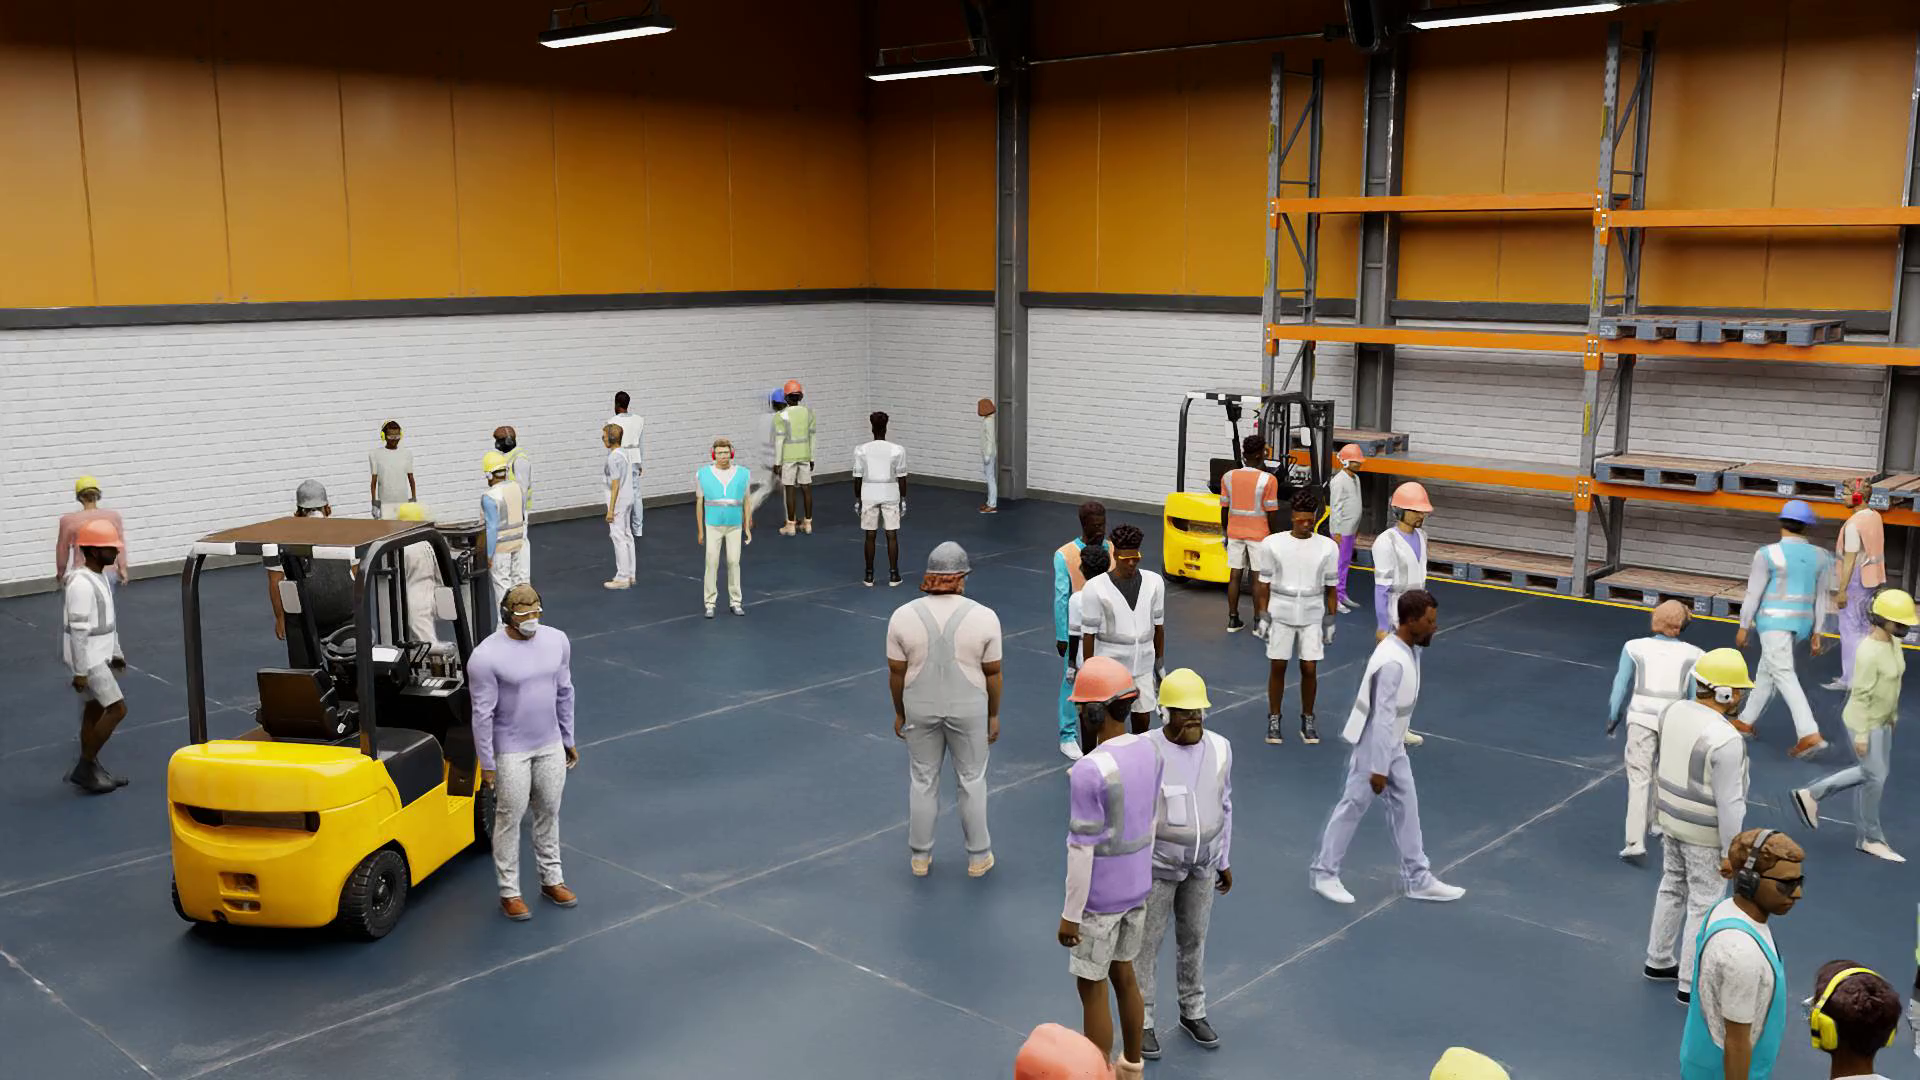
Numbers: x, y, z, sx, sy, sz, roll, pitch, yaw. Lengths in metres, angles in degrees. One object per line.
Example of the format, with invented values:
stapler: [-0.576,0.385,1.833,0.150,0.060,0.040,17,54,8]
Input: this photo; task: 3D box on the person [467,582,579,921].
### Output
person: [-2.451,1.177,9.382,0.376,1.930,0.632,9,14,43]

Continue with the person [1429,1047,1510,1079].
person: [1.395,2.162,4.317,0.529,1.730,0.859,-7,12,-35]

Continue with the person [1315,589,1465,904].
person: [2.461,1.191,9.527,0.844,1.857,0.621,5,11,26]

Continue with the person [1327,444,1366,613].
person: [4.034,-0.133,17.318,0.342,1.751,0.563,7,12,33]

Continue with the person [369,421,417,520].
person: [-6.334,-0.412,18.617,0.509,1.860,0.334,-6,12,-32]

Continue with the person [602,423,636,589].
person: [-3.791,-0.376,18.446,0.329,1.842,0.517,2,10,9]

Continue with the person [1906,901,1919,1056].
person: [3.955,1.775,6.624,0.549,1.684,0.363,-7,12,-35]

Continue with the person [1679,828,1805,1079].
person: [2.644,1.867,5.682,0.348,1.842,0.506,4,11,20]

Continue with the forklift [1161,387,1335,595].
forklift: [3.298,-0.608,18.767,1.214,2.155,2.313,9,13,42]

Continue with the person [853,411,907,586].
person: [-0.888,-0.458,18.563,0.607,1.966,0.366,0,10,0]

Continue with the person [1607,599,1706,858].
person: [4.344,1.169,10.390,0.565,1.582,0.896,4,11,24]

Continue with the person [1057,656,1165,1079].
person: [0.626,1.506,7.220,0.409,2.029,0.612,7,12,35]

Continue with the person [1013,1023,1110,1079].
person: [0.241,2.113,4.172,0.547,1.877,0.992,-6,12,-32]

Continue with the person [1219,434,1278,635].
person: [2.829,-0.054,16.261,0.607,1.966,0.373,7,12,36]

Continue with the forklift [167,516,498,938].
forklift: [-3.583,0.976,9.748,1.214,2.155,2.313,2,10,11]

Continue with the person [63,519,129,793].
person: [-5.951,0.807,11.493,0.455,1.916,0.559,-4,11,-20]

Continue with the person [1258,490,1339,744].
person: [2.572,0.588,12.656,0.604,1.955,0.395,1,10,7]

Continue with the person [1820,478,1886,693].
person: [7.629,0.388,14.129,0.563,1.835,0.384,-10,14,-43]

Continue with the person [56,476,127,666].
person: [-7.860,0.275,15.101,0.899,1.715,0.528,10,14,44]

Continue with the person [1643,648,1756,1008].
person: [3.690,1.424,8.279,0.403,1.817,0.601,-2,10,-9]

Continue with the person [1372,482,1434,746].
person: [3.329,0.575,12.462,0.391,2.040,0.614,10,14,44]

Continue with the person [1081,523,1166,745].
person: [1.105,0.849,11.185,0.610,1.952,0.387,-4,11,-20]

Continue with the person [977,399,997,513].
person: [0.388,-1.206,23.771,0.283,1.631,0.503,0,10,-1]

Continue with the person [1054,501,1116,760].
person: [0.945,0.654,12.371,0.599,1.915,0.376,-7,12,-36]

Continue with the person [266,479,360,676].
person: [-4.863,0.542,12.656,0.688,2.000,0.536,-7,12,-34]

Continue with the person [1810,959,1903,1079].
person: [2.381,2.055,4.561,0.506,1.864,0.332,-2,10,-10]

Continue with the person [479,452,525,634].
person: [-4.415,0.062,16.007,0.404,1.825,0.587,3,10,17]

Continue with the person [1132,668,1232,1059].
person: [1.019,1.499,7.792,0.588,1.837,0.404,-4,11,-20]

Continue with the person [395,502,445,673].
person: [-4.468,0.528,13.729,0.920,1.689,0.499,5,11,28]

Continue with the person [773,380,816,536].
person: [-2.185,-1.080,21.886,0.605,2.045,0.377,-7,12,-34]

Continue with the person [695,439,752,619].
person: [-2.415,-0.129,17.029,0.564,1.846,0.393,-3,10,-17]

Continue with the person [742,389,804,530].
person: [-2.533,-1.070,22.262,0.921,1.905,0.616,-6,12,-32]

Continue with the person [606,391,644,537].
person: [-4.350,-0.975,21.646,0.392,1.919,0.590,7,12,35]

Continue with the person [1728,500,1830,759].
person: [6.227,0.653,12.483,0.628,1.892,0.991,-3,10,-17]

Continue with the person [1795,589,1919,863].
person: [5.563,1.114,10.302,0.564,1.731,0.624,-9,13,-42]

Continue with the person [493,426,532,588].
person: [-4.947,-0.351,18.346,0.429,1.835,0.636,-8,13,-37]

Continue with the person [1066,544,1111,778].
person: [0.969,0.869,11.799,0.531,1.689,0.322,-9,13,-40]

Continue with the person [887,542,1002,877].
person: [-0.078,1.006,10.018,0.684,2.000,0.536,1,10,7]
